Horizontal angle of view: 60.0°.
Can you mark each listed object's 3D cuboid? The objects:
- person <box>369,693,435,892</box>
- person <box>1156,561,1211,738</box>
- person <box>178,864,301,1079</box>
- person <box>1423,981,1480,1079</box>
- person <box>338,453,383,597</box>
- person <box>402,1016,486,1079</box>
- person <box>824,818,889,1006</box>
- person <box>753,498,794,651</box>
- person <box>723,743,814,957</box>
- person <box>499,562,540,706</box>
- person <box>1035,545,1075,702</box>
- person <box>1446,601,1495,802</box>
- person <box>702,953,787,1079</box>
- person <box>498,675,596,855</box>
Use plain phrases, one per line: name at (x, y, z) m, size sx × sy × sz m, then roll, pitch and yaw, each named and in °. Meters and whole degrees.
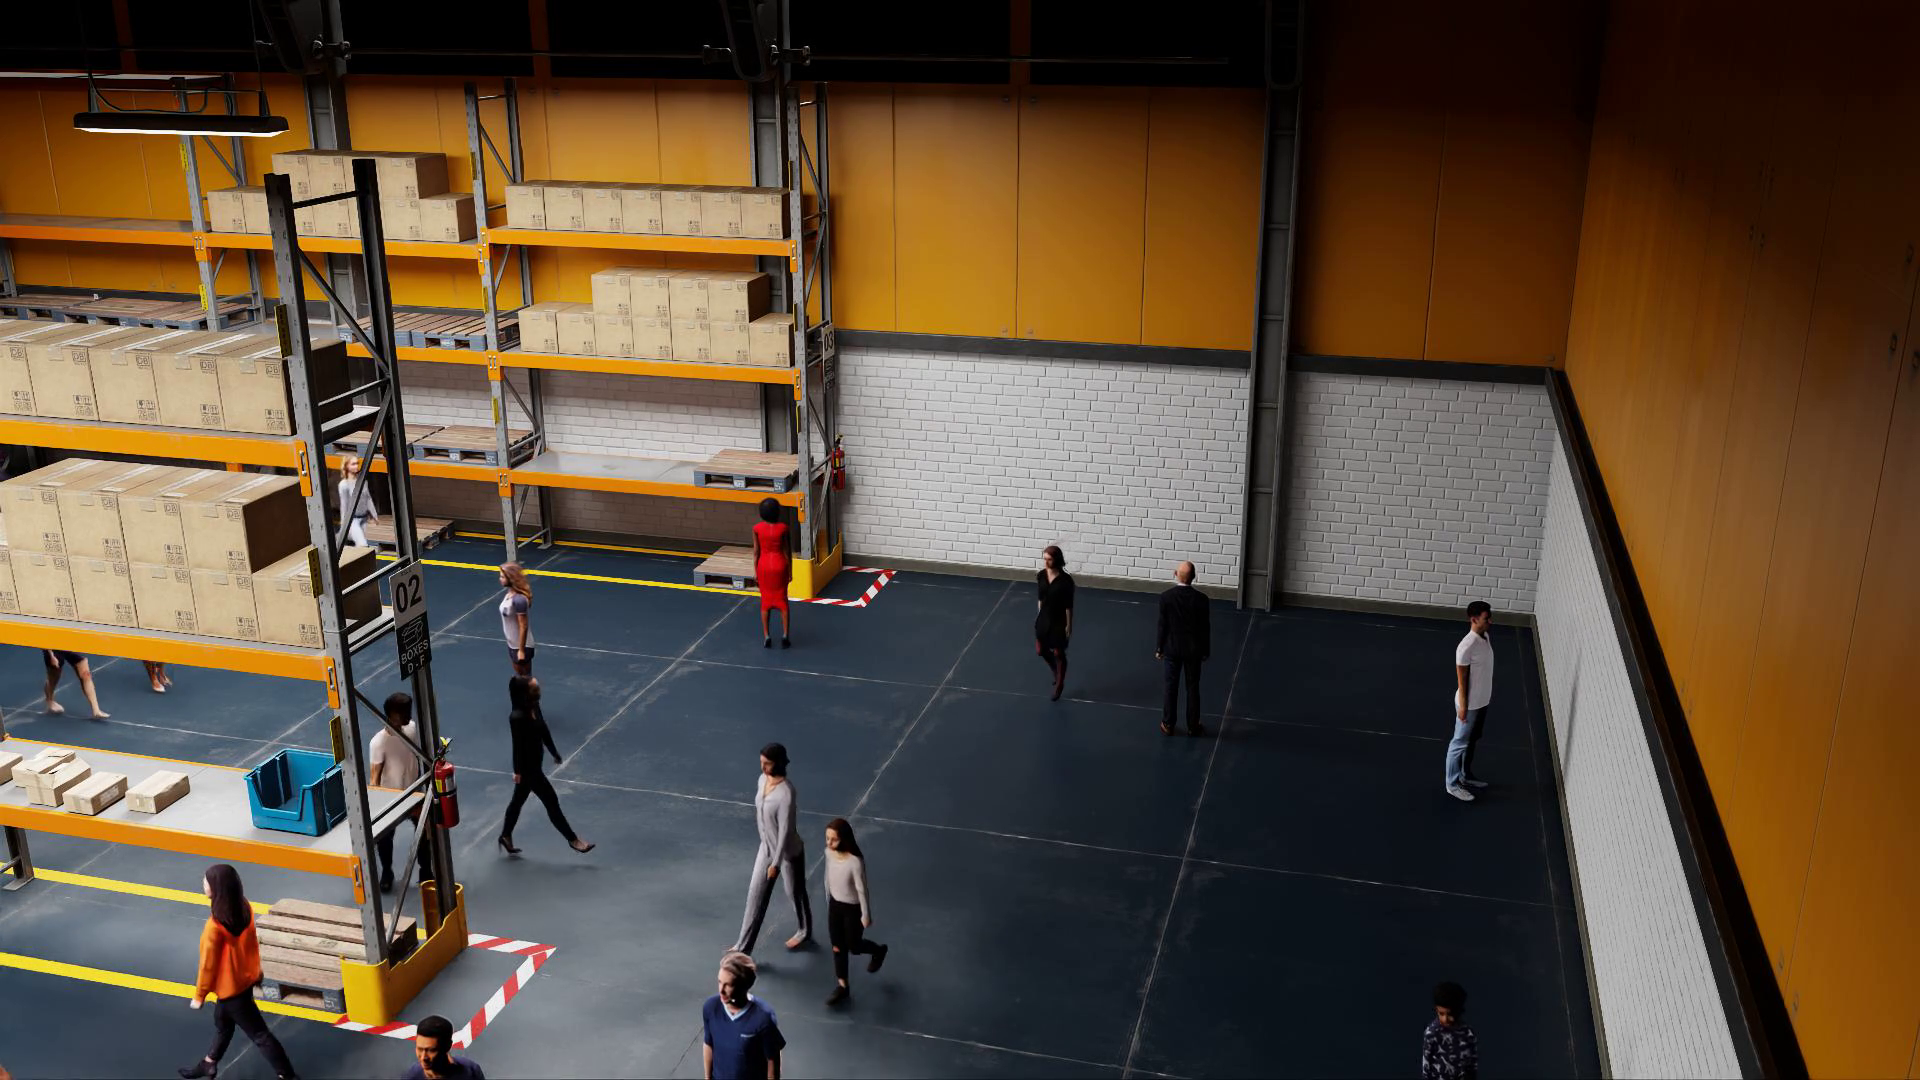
person at (-4.636, 2.025, 13.625) m, size 0.924 × 1.697 × 0.872 m, roll 16°, pitch 24°, yaw 39°
person at (2.189, 1.063, 16.317) m, size 0.526 × 1.800 × 0.752 m, roll 4°, pitch 19°, yaw 11°
person at (-4.650, 2.935, 10.902) m, size 1.152 × 1.709 × 0.840 m, roll -1°, pitch 19°, yaw -2°
person at (3.100, 3.325, 10.462) m, size 0.501 × 1.250 × 0.676 m, roll -4°, pitch 19°, yaw -12°
person at (-7.351, -0.197, 20.096) m, size 0.771 × 1.776 × 0.631 m, roll 7°, pitch 20°, yaw 19°
person at (-2.846, 3.427, 9.311) m, size 0.514 × 1.791 × 0.749 m, roll 2°, pitch 19°, yaw 4°
person at (-0.772, 2.650, 12.126) m, size 0.872 × 1.468 × 0.827 m, roll 15°, pitch 24°, yaw 38°
person at (-2.080, 0.368, 18.470) m, size 0.547 × 1.743 × 0.695 m, roll -1°, pitch 19°, yaw -3°
person at (-1.290, 2.330, 12.642) m, size 0.956 × 1.745 × 1.014 m, roll -17°, pitch 25°, yaw -41°
person at (-4.357, 1.034, 16.515) m, size 0.731 × 1.730 × 0.690 m, roll -8°, pitch 20°, yaw -23°
person at (1.034, 0.827, 17.187) m, size 0.707 × 1.693 × 0.761 m, roll 11°, pitch 22°, yaw 30°
person at (4.656, 1.430, 15.125) m, size 0.712 × 1.866 × 0.751 m, roll 14°, pitch 23°, yaw 36°
person at (-1.275, 3.242, 9.738) m, size 0.540 × 1.871 × 0.757 m, roll 8°, pitch 20°, yaw 23°
person at (-3.689, 1.931, 13.966) m, size 1.132 × 1.656 × 0.750 m, roll 1°, pitch 19°, yaw 1°
